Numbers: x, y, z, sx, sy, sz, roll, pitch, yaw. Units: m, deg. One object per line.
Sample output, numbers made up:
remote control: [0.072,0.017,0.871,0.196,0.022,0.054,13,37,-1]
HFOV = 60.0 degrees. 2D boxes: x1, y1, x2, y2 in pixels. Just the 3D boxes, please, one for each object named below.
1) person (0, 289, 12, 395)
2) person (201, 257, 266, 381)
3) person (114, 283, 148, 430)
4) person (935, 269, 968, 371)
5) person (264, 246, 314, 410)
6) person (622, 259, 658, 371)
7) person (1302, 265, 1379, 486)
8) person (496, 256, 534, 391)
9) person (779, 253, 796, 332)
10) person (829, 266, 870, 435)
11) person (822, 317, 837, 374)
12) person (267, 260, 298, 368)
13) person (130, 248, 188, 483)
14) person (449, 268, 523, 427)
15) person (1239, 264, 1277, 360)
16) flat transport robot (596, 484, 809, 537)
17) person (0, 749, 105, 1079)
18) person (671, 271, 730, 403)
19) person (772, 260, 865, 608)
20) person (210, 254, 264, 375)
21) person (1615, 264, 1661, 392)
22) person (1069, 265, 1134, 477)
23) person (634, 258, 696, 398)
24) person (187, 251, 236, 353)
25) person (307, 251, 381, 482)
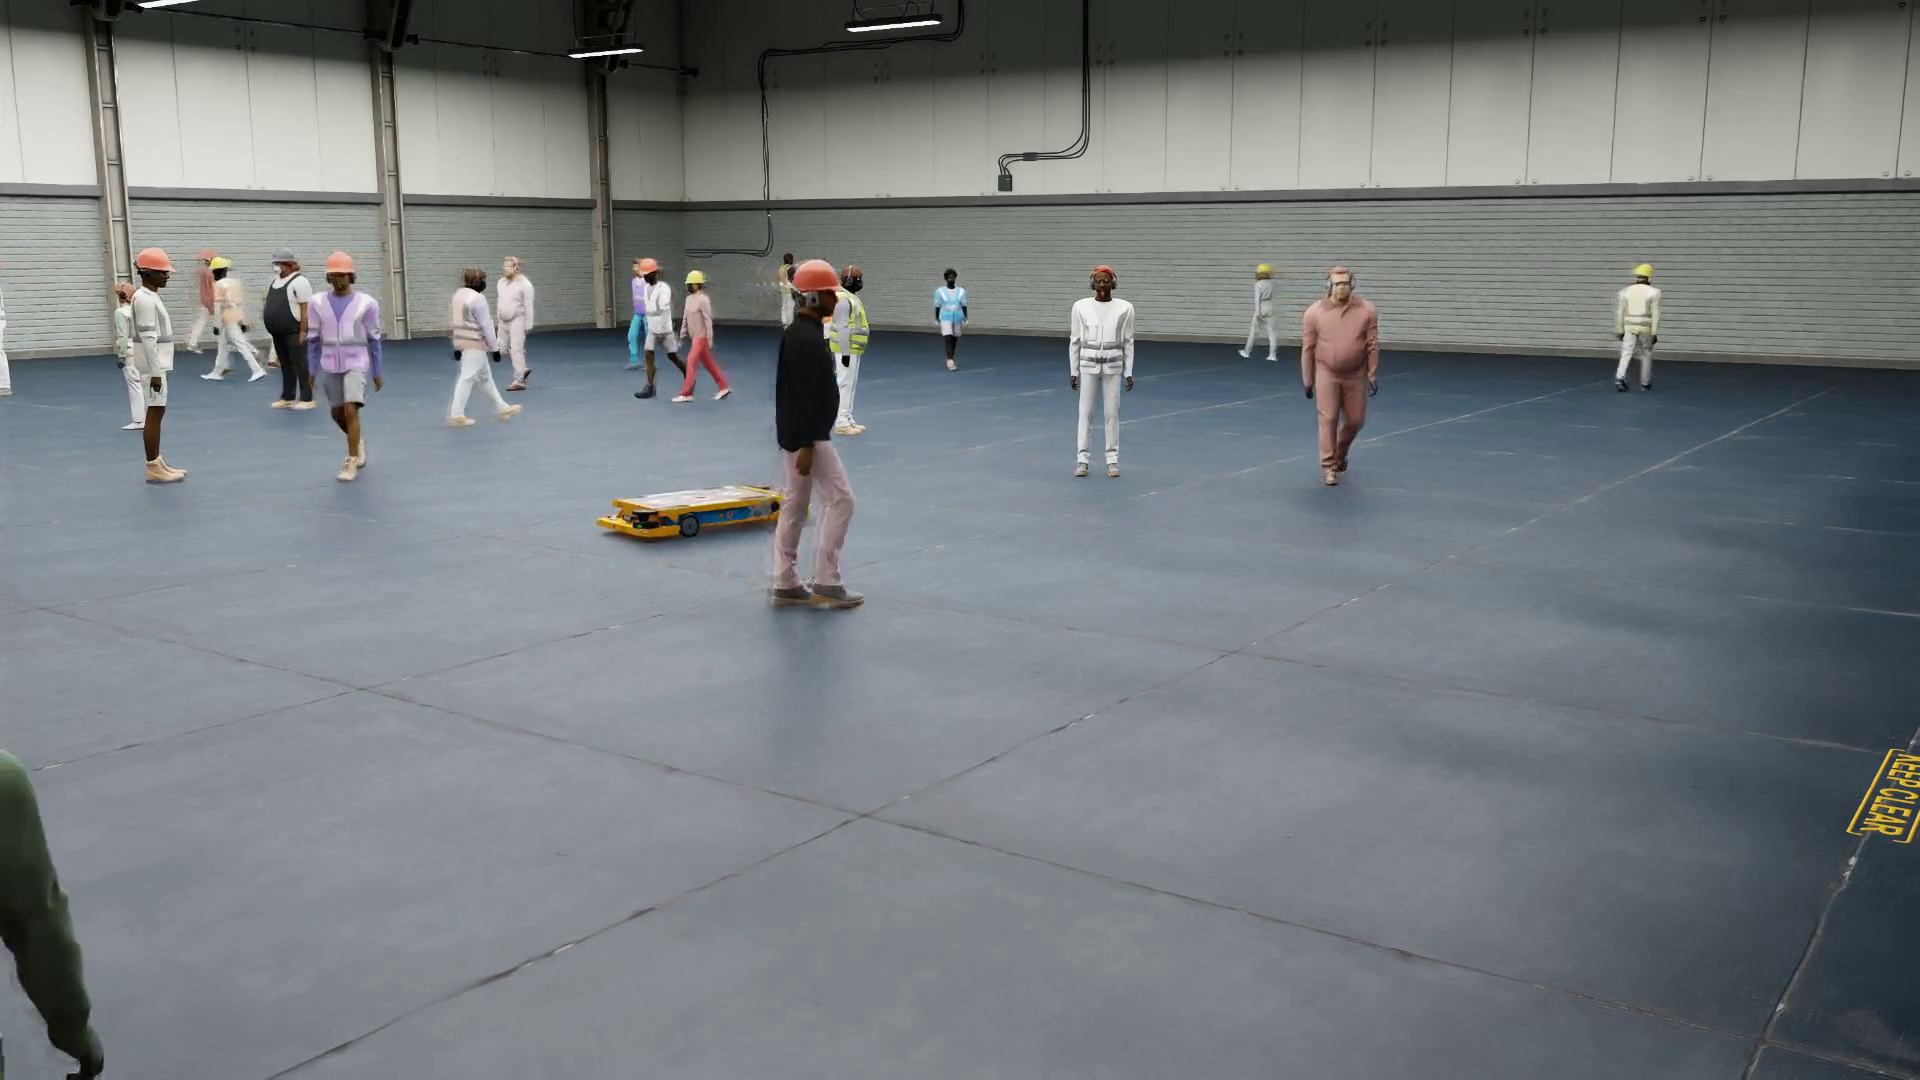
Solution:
person: [-13.256,-2.916,22.772,0.337,1.878,0.584,-7,12,-36]
person: [-10.963,-3.311,25.015,0.998,1.887,0.597,0,10,1]
person: [-9.241,-2.049,18.590,0.315,1.640,0.515,1,10,5]
person: [-0.147,-3.623,27.363,0.536,1.655,0.852,-3,11,-16]
person: [-8.434,-2.650,20.832,0.686,2.000,0.536,7,12,35]
person: [-5.212,-3.639,26.998,0.568,1.822,0.708,9,13,40]
person: [3.294,-1.436,14.457,0.661,1.887,0.628,0,10,1]
person: [-6.293,-3.060,23.535,0.675,1.891,0.475,6,12,32]
person: [-4.002,-5.797,39.013,0.429,1.847,0.625,-6,12,-32]
person: [-1.201,-2.063,18.140,0.430,1.836,0.628,1,10,5]
person: [-2.197,-3.461,26.333,0.542,1.697,0.316,4,11,21]
person: [-11.260,-3.783,27.760,0.526,1.817,0.735,10,14,43]
person: [-6.980,-1.513,14.491,0.398,2.036,0.606,-4,11,-23]
person: [-5.469,-2.208,19.047,0.965,1.788,0.657,-8,13,-38]
person: [5.389,-4.077,29.795,0.486,1.695,0.908,-6,12,-29]
flat transport robot: [-1.877,-0.226,12.212,1.431,0.197,0.652,-9,13,-40]
person: [-1.638,0.830,2.589,0.520,1.601,0.804,-3,10,-14]
person: [-3.409,-2.684,21.924,0.911,1.722,0.525,-7,12,-33]
person: [-0.791,-0.597,9.494,0.665,1.970,0.625,-3,10,-15]
person: [-11.534,-3.571,26.351,0.642,1.914,0.699,10,14,43]
person: [9.501,-2.972,23.329,0.602,1.799,0.902,9,14,43]
person: [1.261,-1.500,14.836,0.573,1.883,0.355,1,10,3]
person: [-4.006,-2.873,22.551,0.599,1.892,0.952,9,14,42]
person: [-14.261,-4.519,31.617,0.605,1.944,1.067,7,12,33]
person: [-5.450,-1.558,14.803,0.614,2.018,0.925,0,10,-2]
